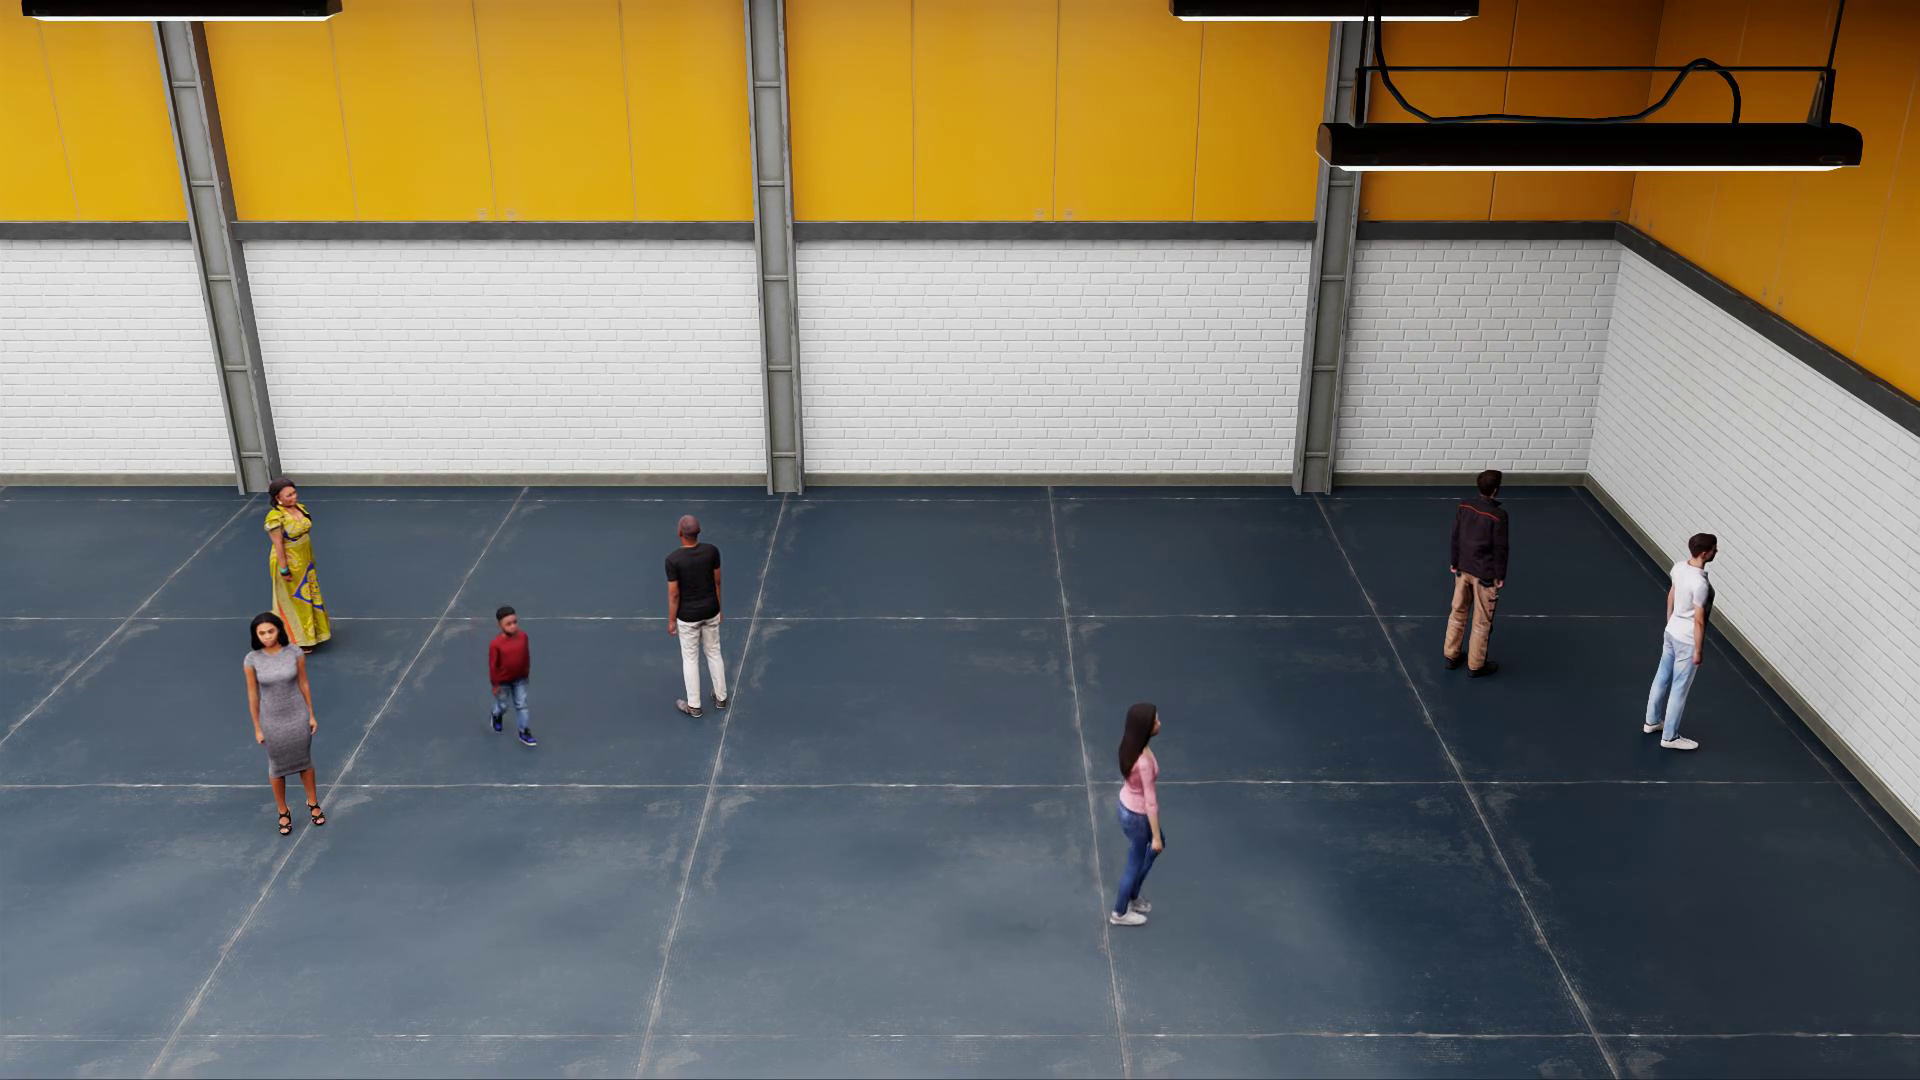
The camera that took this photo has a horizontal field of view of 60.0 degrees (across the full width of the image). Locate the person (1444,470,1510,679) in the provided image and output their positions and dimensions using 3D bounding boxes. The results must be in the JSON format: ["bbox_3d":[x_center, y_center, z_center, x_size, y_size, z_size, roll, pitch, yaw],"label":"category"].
[{"bbox_3d":[4.559,0.280,14.649,0.836,1.925,0.794,-19,30,-37],"label":"person"}]

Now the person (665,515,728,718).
[{"bbox_3d":[-2.211,0.632,13.993,0.728,1.805,0.825,-14,27,-30],"label":"person"}]

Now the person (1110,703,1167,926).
[{"bbox_3d":[1.120,1.869,11.254,0.633,1.731,0.624,-3,24,-6],"label":"person"}]

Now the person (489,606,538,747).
[{"bbox_3d":[-3.718,1.097,13.633,0.743,1.242,0.782,-19,30,-37],"label":"person"}]

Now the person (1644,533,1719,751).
[{"bbox_3d":[5.892,0.800,13.551,0.561,1.851,0.661,-2,24,-5],"label":"person"}]

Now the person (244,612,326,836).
[{"bbox_3d":[-5.027,1.354,12.372,0.614,1.781,0.726,-13,27,-27],"label":"person"}]

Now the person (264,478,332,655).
[{"bbox_3d":[-6.066,0.206,15.150,0.800,1.660,0.878,3,24,6],"label":"person"}]
